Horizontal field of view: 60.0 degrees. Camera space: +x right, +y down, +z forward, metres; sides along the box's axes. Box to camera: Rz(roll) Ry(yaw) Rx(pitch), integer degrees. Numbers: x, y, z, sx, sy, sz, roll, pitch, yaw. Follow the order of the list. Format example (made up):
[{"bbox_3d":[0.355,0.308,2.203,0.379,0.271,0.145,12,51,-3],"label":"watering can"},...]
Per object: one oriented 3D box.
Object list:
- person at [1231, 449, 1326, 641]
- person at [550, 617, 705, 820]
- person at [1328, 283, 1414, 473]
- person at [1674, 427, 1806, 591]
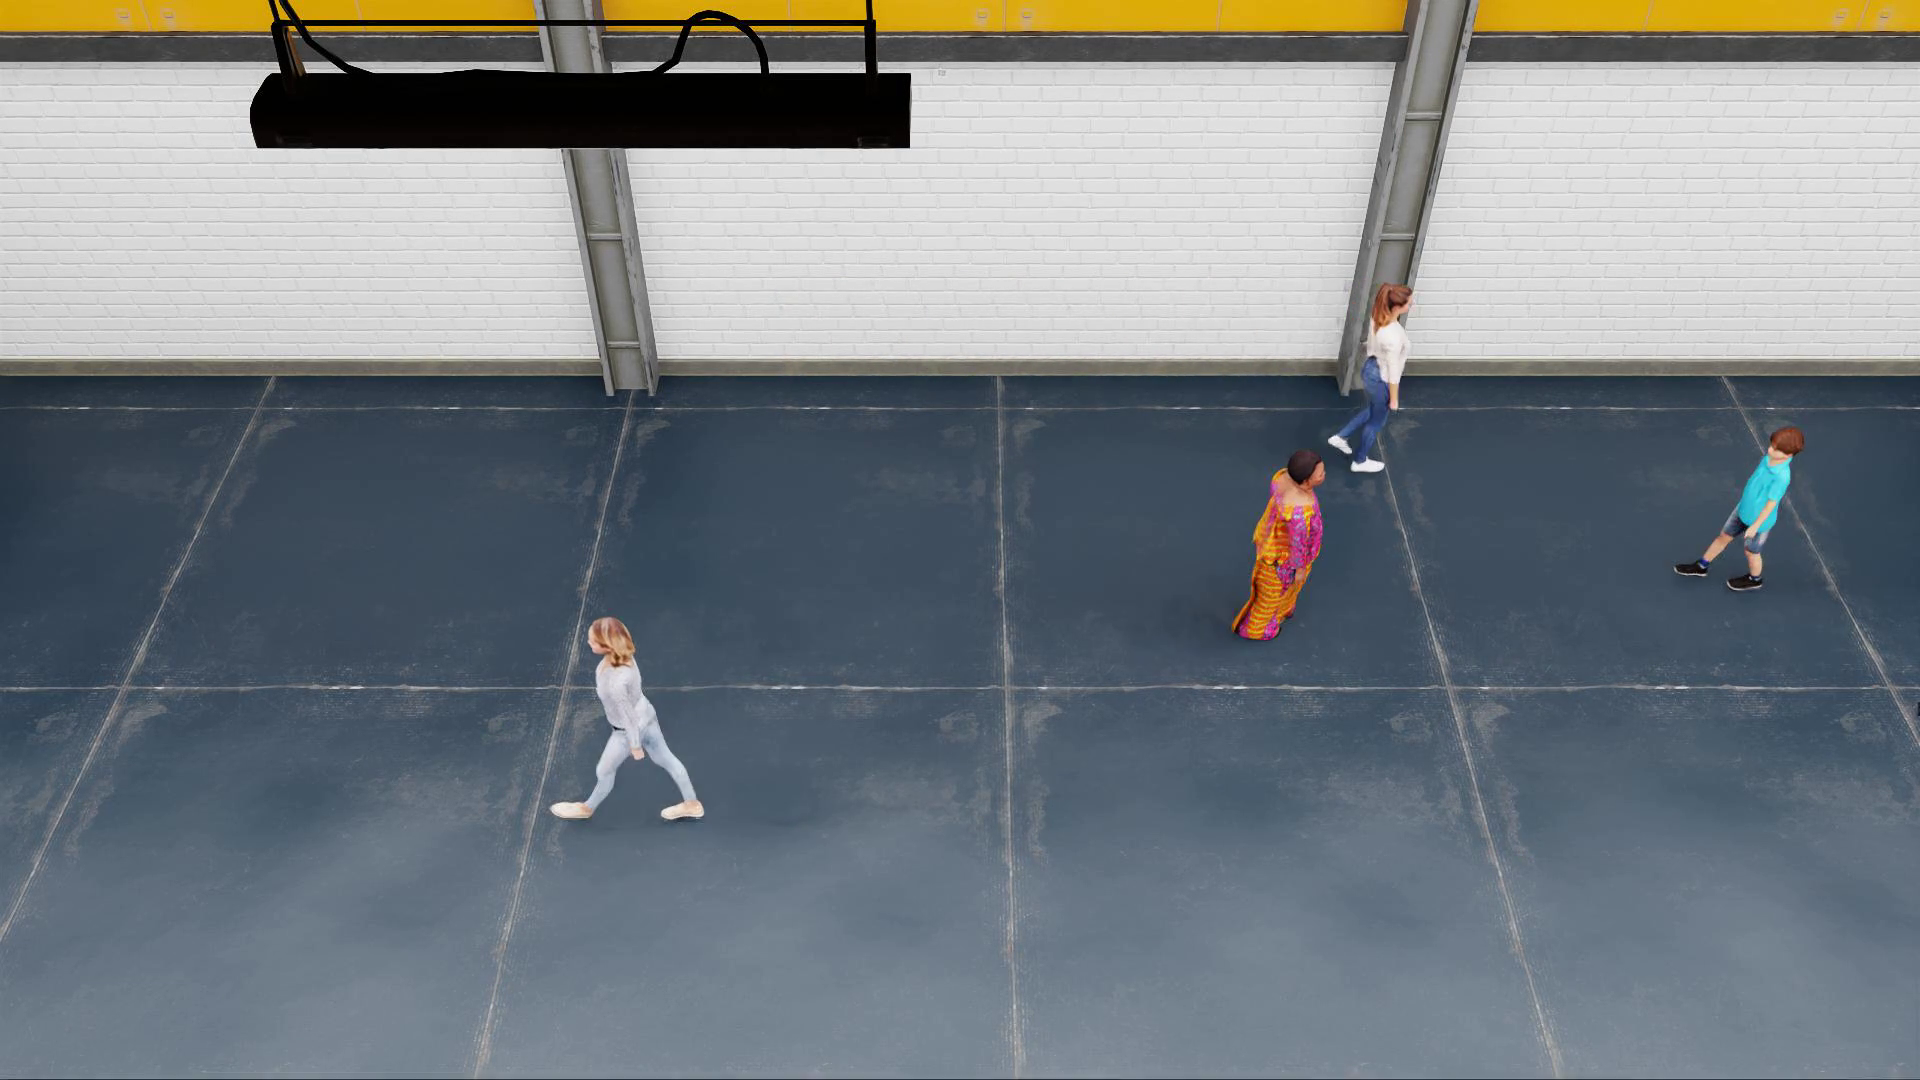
[{"bbox_3d":[2.102,0.027,11.108,0.749,1.655,0.696,-1,44,-1],"label":"person"},{"bbox_3d":[-1.869,1.106,9.905,1.158,1.751,0.659,-3,44,-3],"label":"person"},{"bbox_3d":[3.033,-1.166,12.322,0.673,1.708,0.602,0,44,0],"label":"person"},{"bbox_3d":[5.576,-0.196,11.506,0.819,1.428,0.555,2,44,2],"label":"person"}]
